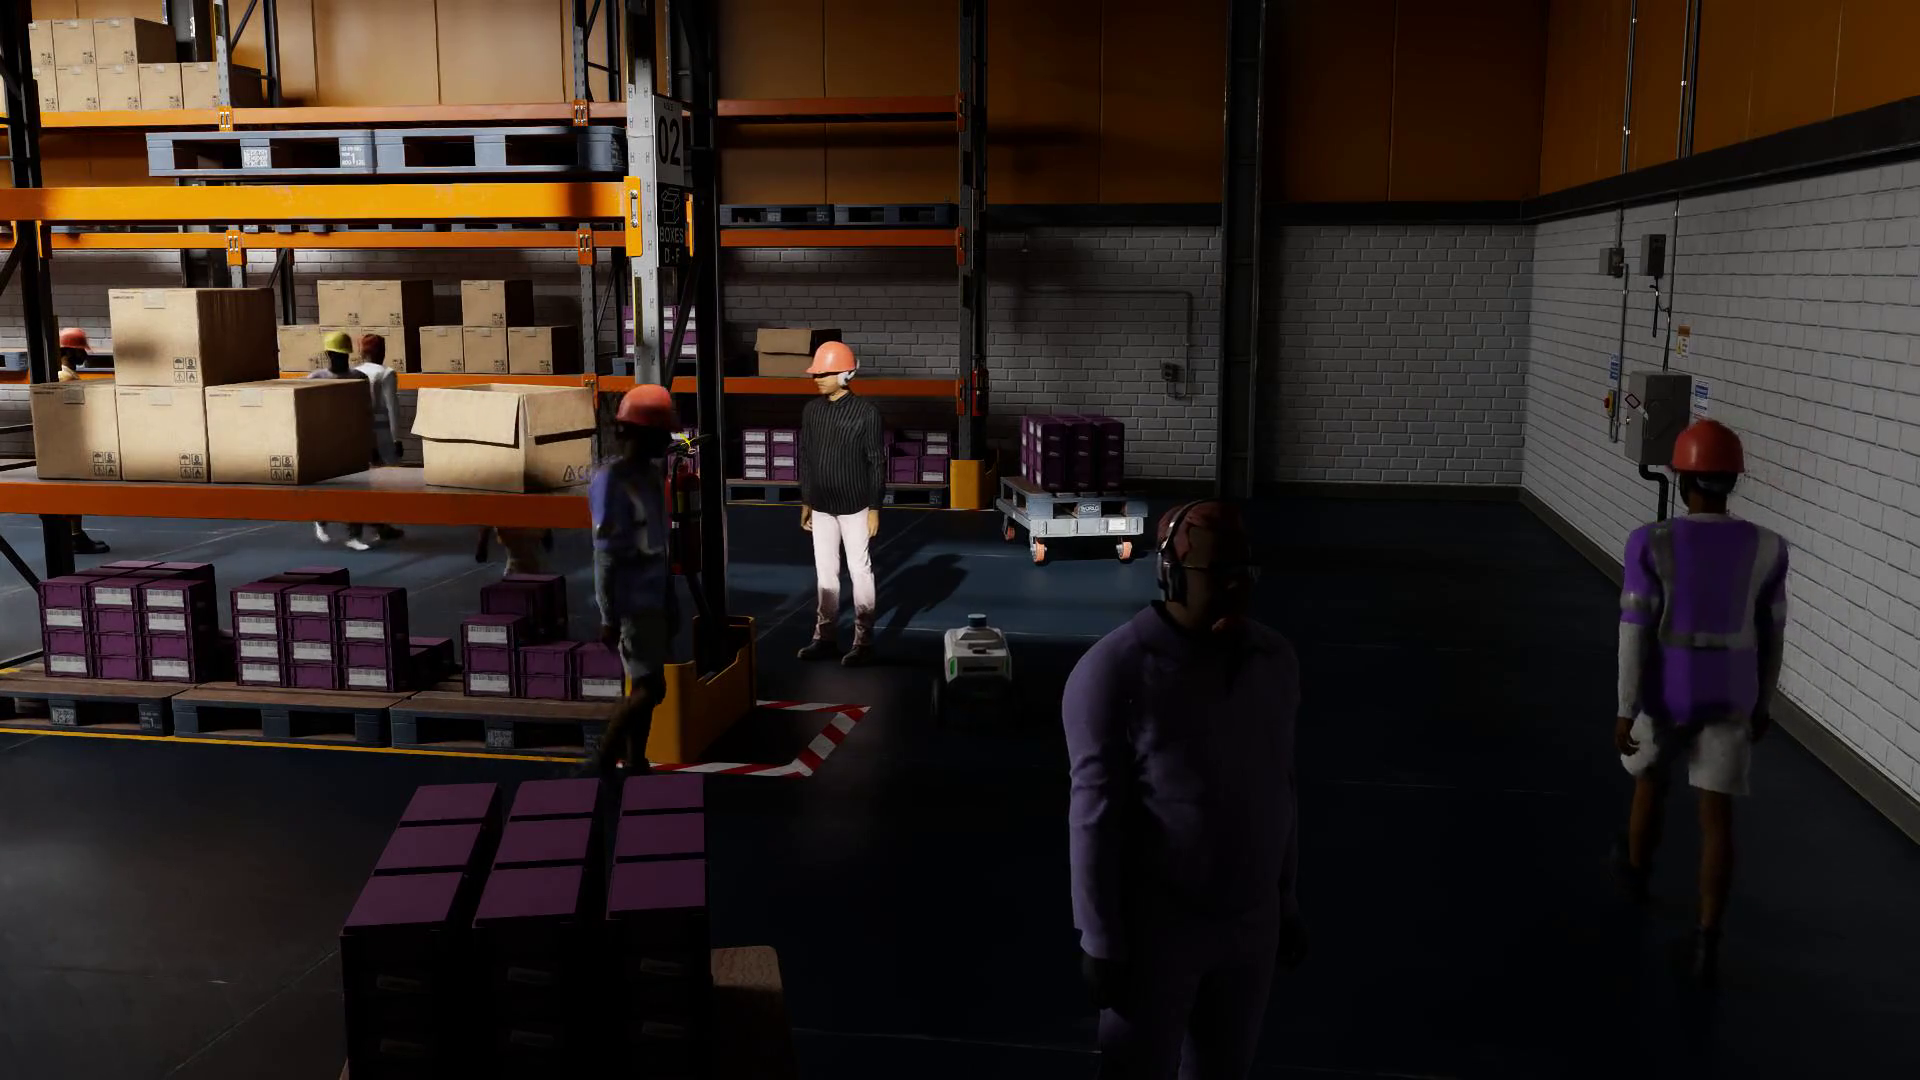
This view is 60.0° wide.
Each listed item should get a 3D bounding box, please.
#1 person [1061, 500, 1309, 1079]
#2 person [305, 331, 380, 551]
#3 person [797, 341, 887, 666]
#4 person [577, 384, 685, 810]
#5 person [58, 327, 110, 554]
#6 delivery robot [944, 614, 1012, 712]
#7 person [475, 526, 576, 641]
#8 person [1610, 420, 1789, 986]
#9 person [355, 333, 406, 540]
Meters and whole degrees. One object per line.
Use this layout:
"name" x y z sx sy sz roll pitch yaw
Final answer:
"person" 0.544 0.856 3.791 0.638 1.909 0.408 -6 11 -32
"person" -5.368 -0.859 14.424 0.516 1.907 0.594 8 12 41
"person" -0.740 -0.221 10.205 0.614 1.990 0.392 6 11 33
"person" -1.409 0.270 7.371 0.408 1.919 0.567 2 9 14
"person" -7.566 -0.847 14.254 0.352 1.940 0.545 -6 11 -31
"delivery robot" 0.092 0.645 8.991 0.477 0.478 0.707 0 9 -2
"person" -2.663 -0.012 10.126 0.842 1.600 0.531 2 9 14
"person" 2.589 0.522 5.899 0.569 1.886 0.994 2 9 10
"person" -5.235 -0.921 14.929 0.611 1.865 0.422 4 10 24
